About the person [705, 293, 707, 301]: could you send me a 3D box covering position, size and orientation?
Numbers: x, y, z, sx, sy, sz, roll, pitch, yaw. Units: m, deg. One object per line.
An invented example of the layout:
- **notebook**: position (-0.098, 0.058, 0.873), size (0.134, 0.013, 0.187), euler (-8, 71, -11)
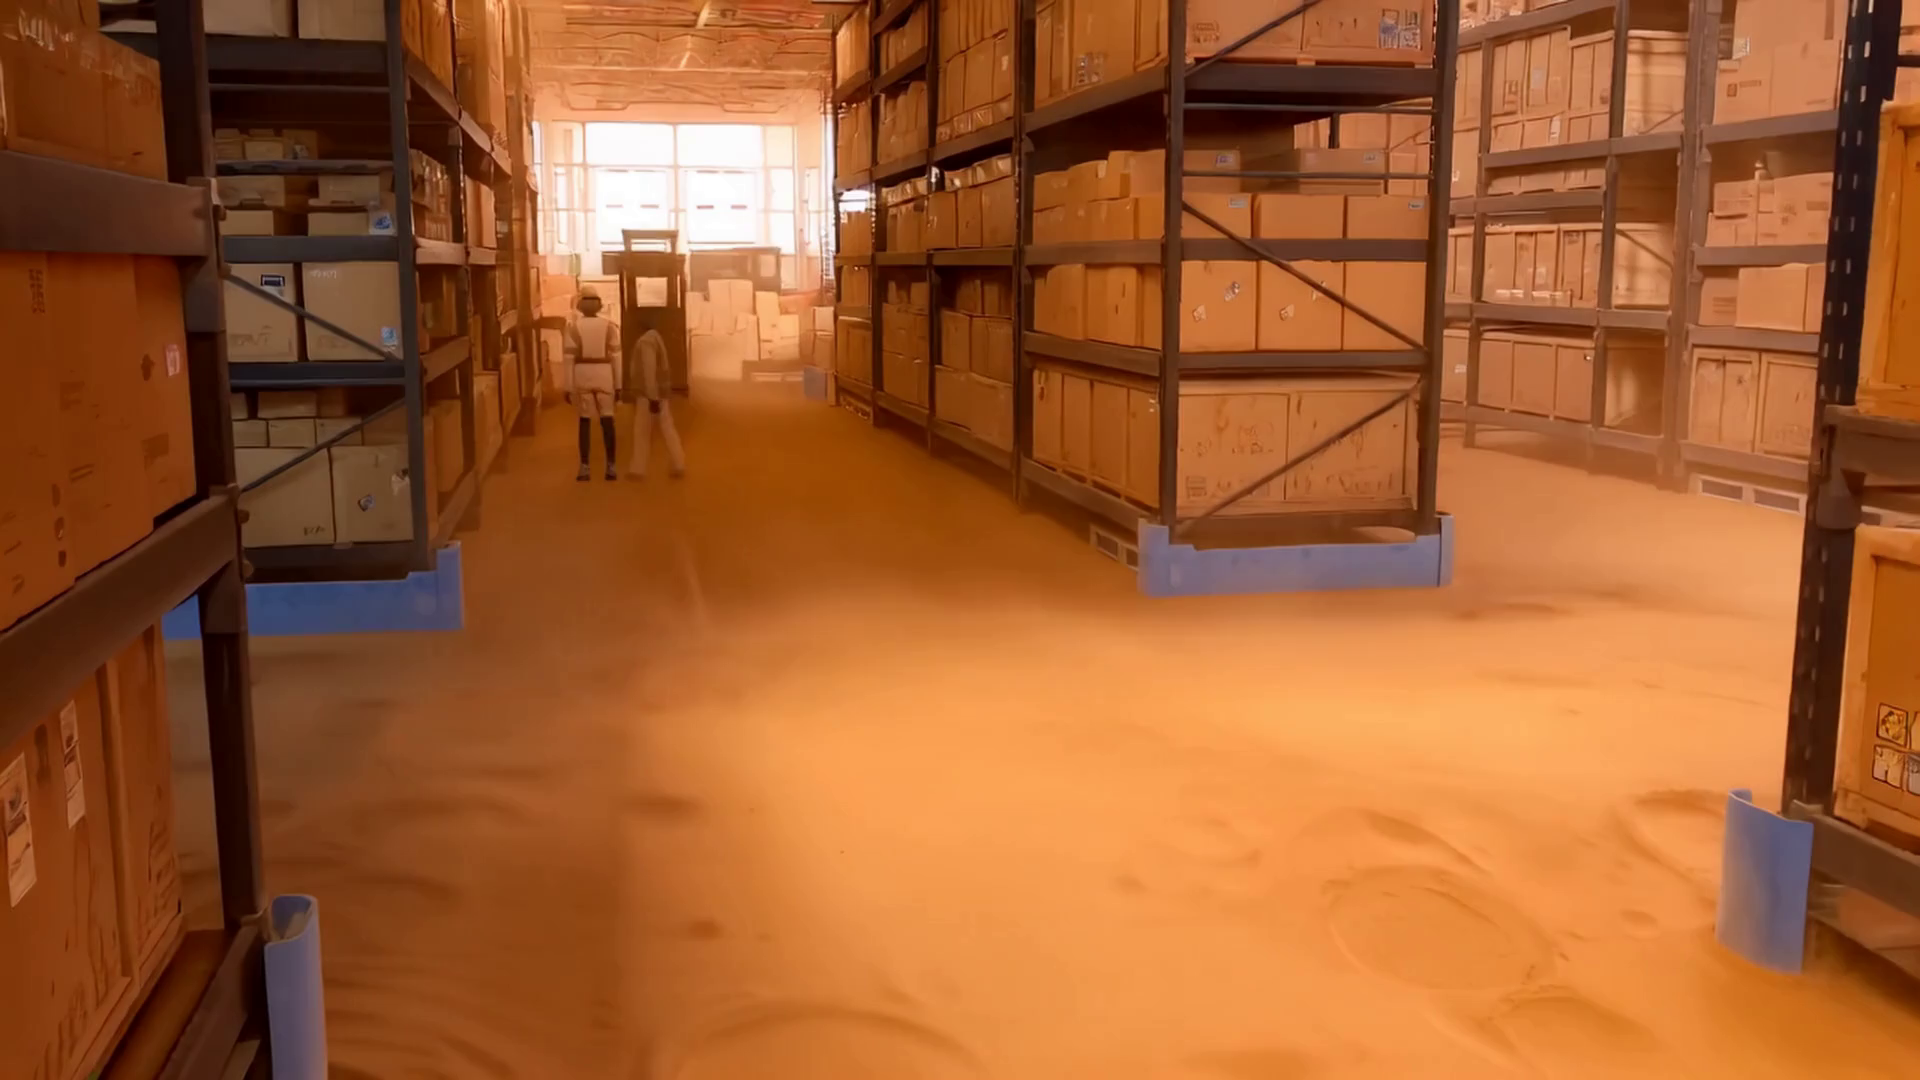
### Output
- **person**: position (-6.166, -5.627, 42.048), size (0.587, 1.920, 0.392), euler (-5, 11, -29)

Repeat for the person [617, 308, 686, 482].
- **person**: position (-3.200, -1.502, 17.313), size (0.680, 1.806, 0.654), euler (0, 9, 0)

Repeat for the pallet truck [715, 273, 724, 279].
- **pallet truck**: position (-8.580, -8.986, 62.280), size (1.885, 1.965, 0.823), euler (1, 9, 5)

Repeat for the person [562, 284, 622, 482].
- **person**: position (-3.814, -1.623, 17.263), size (0.607, 2.044, 0.377), euler (-4, 10, -23)

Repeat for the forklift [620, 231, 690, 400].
- **forklift**: position (-5.231, -3.843, 28.248), size (1.129, 2.768, 1.873), euler (-2, 10, -12)

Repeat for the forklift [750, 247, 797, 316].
- **forklift**: position (-5.884, -7.530, 50.722), size (1.129, 2.768, 1.873), euler (-7, 12, -38)
